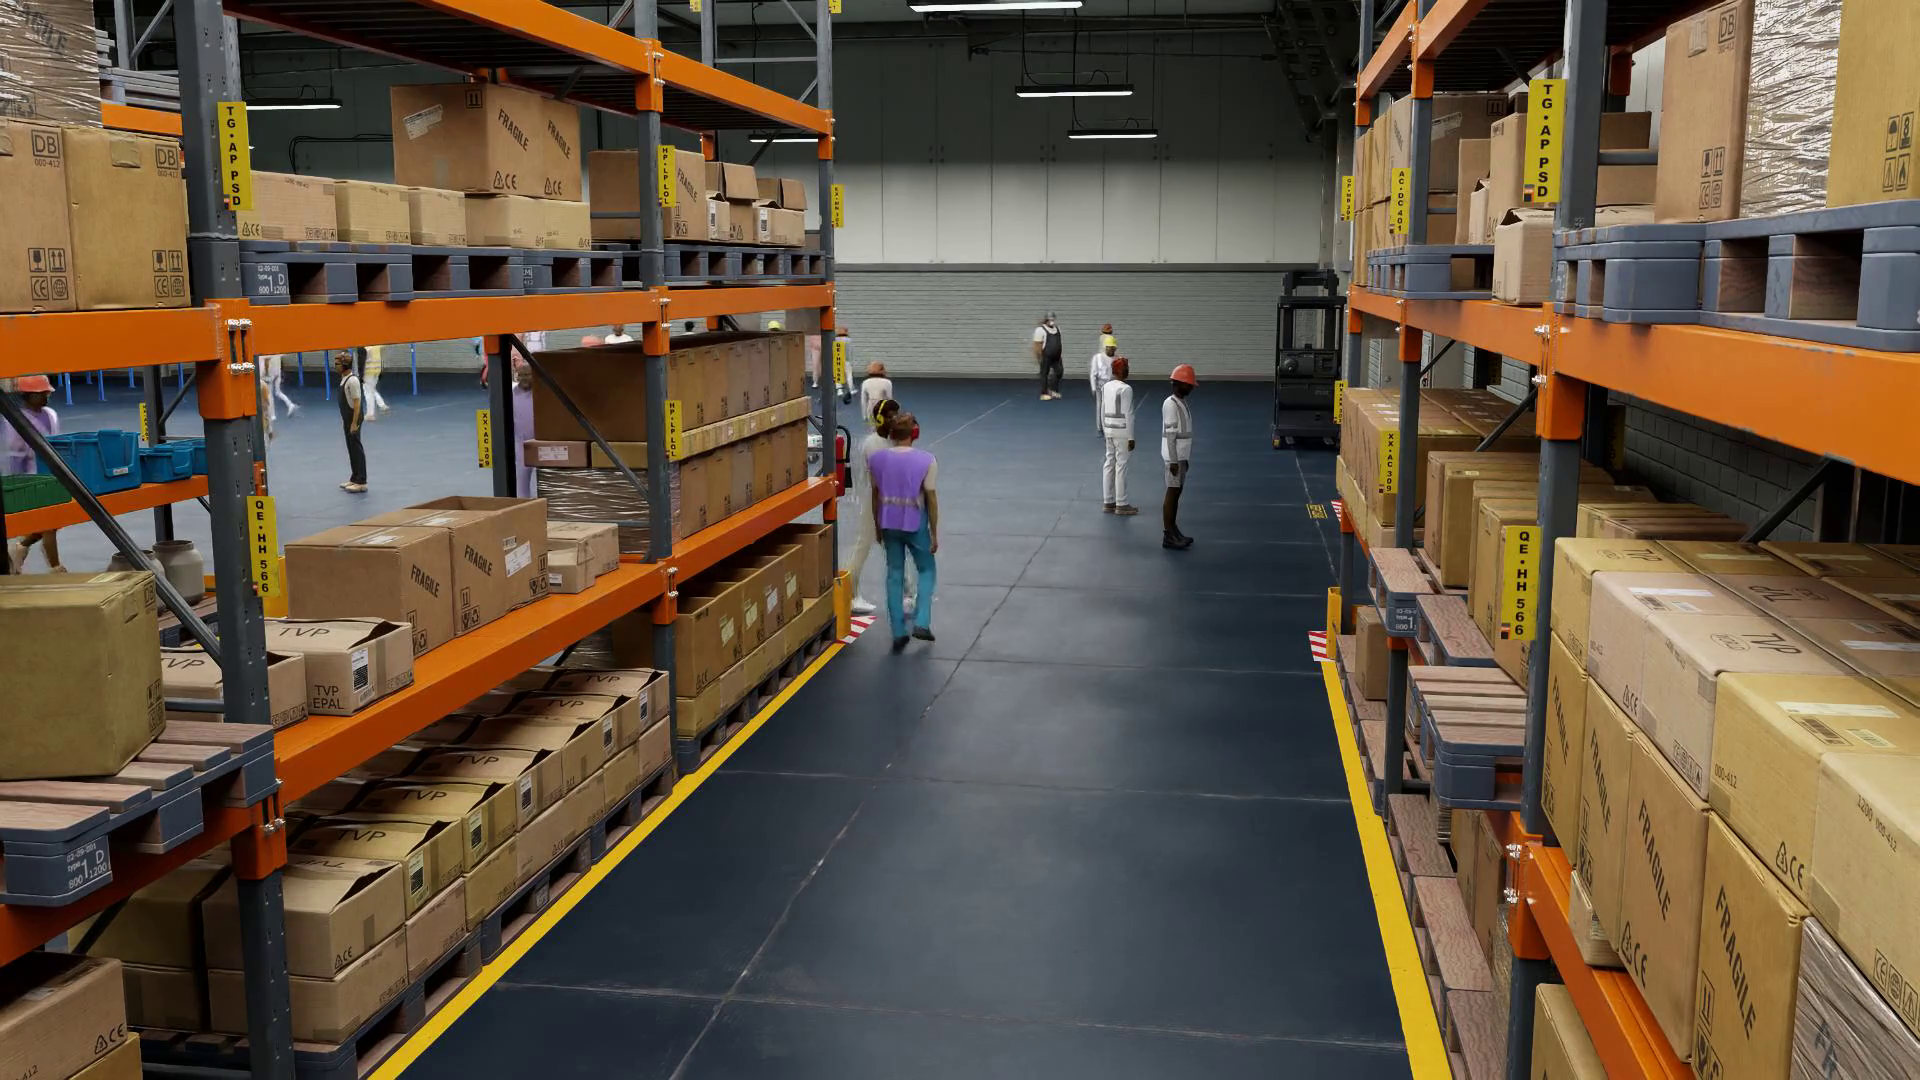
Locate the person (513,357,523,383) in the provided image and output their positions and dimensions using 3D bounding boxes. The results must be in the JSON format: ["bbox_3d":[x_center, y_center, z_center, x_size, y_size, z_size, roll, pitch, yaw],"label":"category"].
[{"bbox_3d":[-10.984,-4.512,40.879,0.309,1.641,0.515,7,12,38],"label":"person"}]

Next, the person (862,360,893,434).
[{"bbox_3d":[-1.229,-1.822,24.335,0.516,1.616,0.566,5,11,30],"label":"person"}]

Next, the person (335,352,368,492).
[{"bbox_3d":[-8.094,-1.568,22.096,0.336,1.842,0.508,-5,11,-30],"label":"person"}]

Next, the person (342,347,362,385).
[{"bbox_3d":[-15.602,-4.946,42.695,0.805,1.923,0.622,2,9,12],"label":"person"}]

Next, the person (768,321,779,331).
[{"bbox_3d":[-3.756,-3.538,34.074,0.654,1.896,0.527,-4,10,-22],"label":"person"}]

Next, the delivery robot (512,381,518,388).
[{"bbox_3d":[-10.143,-3.405,37.231,0.477,0.478,0.707,5,10,26],"label":"delivery robot"}]

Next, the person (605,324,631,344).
[{"bbox_3d":[-7.179,-3.657,34.982,0.610,1.835,0.955,-1,9,-4],"label":"person"}]

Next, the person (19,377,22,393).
[{"bbox_3d":[-14.991,-2.312,26.929,0.532,1.765,0.331,5,11,29],"label":"person"}]

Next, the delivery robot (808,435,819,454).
[{"bbox_3d":[-2.524,-1.487,25.402,0.707,0.478,0.477,1,9,6],"label":"delivery robot"}]

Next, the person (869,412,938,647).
[{"bbox_3d":[-0.425,-0.083,12.962,0.580,1.826,0.490,3,10,18],"label":"person"}]

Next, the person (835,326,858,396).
[{"bbox_3d":[-2.698,-4.207,39.062,0.526,1.604,0.682,4,10,23],"label":"person"}]

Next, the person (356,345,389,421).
[{"bbox_3d":[-11.561,-3.261,32.576,0.442,1.829,0.656,3,10,16],"label":"person"}]

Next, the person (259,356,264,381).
[{"bbox_3d":[-14.094,-3.413,33.407,0.944,1.870,0.660,6,11,33],"label":"person"}]

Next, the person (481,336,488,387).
[{"bbox_3d":[-11.705,-4.667,41.522,0.534,1.745,0.743,2,9,12],"label":"person"}]

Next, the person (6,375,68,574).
[{"bbox_3d":[-8.515,-0.562,15.324,0.777,2.026,0.621,1,9,3],"label":"person"}]

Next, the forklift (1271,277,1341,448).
[{"bbox_3d":[5.847,-3.016,27.970,1.129,2.768,1.873,1,9,9],"label":"forklift"}]

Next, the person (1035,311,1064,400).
[{"bbox_3d":[2.060,-4.167,37.647,0.720,2.000,0.604,-7,11,-35],"label":"person"}]

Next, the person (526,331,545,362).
[{"bbox_3d":[-10.745,-4.830,42.010,0.566,1.914,0.788,-5,11,-30],"label":"person"}]

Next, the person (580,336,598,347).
[{"bbox_3d":[-5.240,-1.918,23.822,1.081,1.990,0.623,-9,13,-43],"label":"person"}]

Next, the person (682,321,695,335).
[{"bbox_3d":[-6.749,-4.574,41.180,0.549,1.660,0.788,-8,12,-42],"label":"person"}]

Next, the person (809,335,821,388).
[{"bbox_3d":[-3.485,-4.774,41.754,0.640,1.882,0.839,2,9,11],"label":"person"}]

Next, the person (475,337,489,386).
[{"bbox_3d":[-11.936,-4.694,41.985,0.779,1.636,0.524,6,11,33],"label":"person"}]

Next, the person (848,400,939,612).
[{"bbox_3d":[-0.589,-0.285,14.209,0.912,1.824,0.534,3,10,19],"label":"person"}]

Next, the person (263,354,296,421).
[{"bbox_3d":[-13.399,-3.260,32.532,0.624,1.853,0.513,4,10,21],"label":"person"}]

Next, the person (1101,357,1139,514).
[{"bbox_3d":[1.929,-1.267,20.110,0.350,1.884,0.583,-5,11,-30],"label":"person"}]

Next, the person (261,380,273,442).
[{"bbox_3d":[-9.109,-1.467,21.346,0.560,1.904,0.907,-1,9,-3],"label":"person"}]

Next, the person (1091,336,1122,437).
[{"bbox_3d":[2.567,-2.660,28.989,0.592,1.800,0.875,0,9,-1],"label":"person"}]

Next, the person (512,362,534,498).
[{"bbox_3d":[-4.933,-1.114,19.162,0.674,1.887,0.713,-2,9,-11],"label":"person"}]

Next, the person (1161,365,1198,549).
[{"bbox_3d":[2.328,-0.892,17.652,0.364,1.933,0.543,3,10,18],"label":"person"}]

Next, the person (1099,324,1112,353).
[{"bbox_3d":[3.576,-4.449,40.509,0.281,1.634,0.498,-6,11,-32],"label":"person"}]

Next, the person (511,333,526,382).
[{"bbox_3d":[-10.558,-4.383,39.246,0.647,1.913,0.409,-6,11,-34],"label":"person"}]

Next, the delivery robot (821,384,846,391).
[{"bbox_3d":[-2.780,-3.407,36.443,0.335,0.223,0.698,5,11,30],"label":"delivery robot"}]
